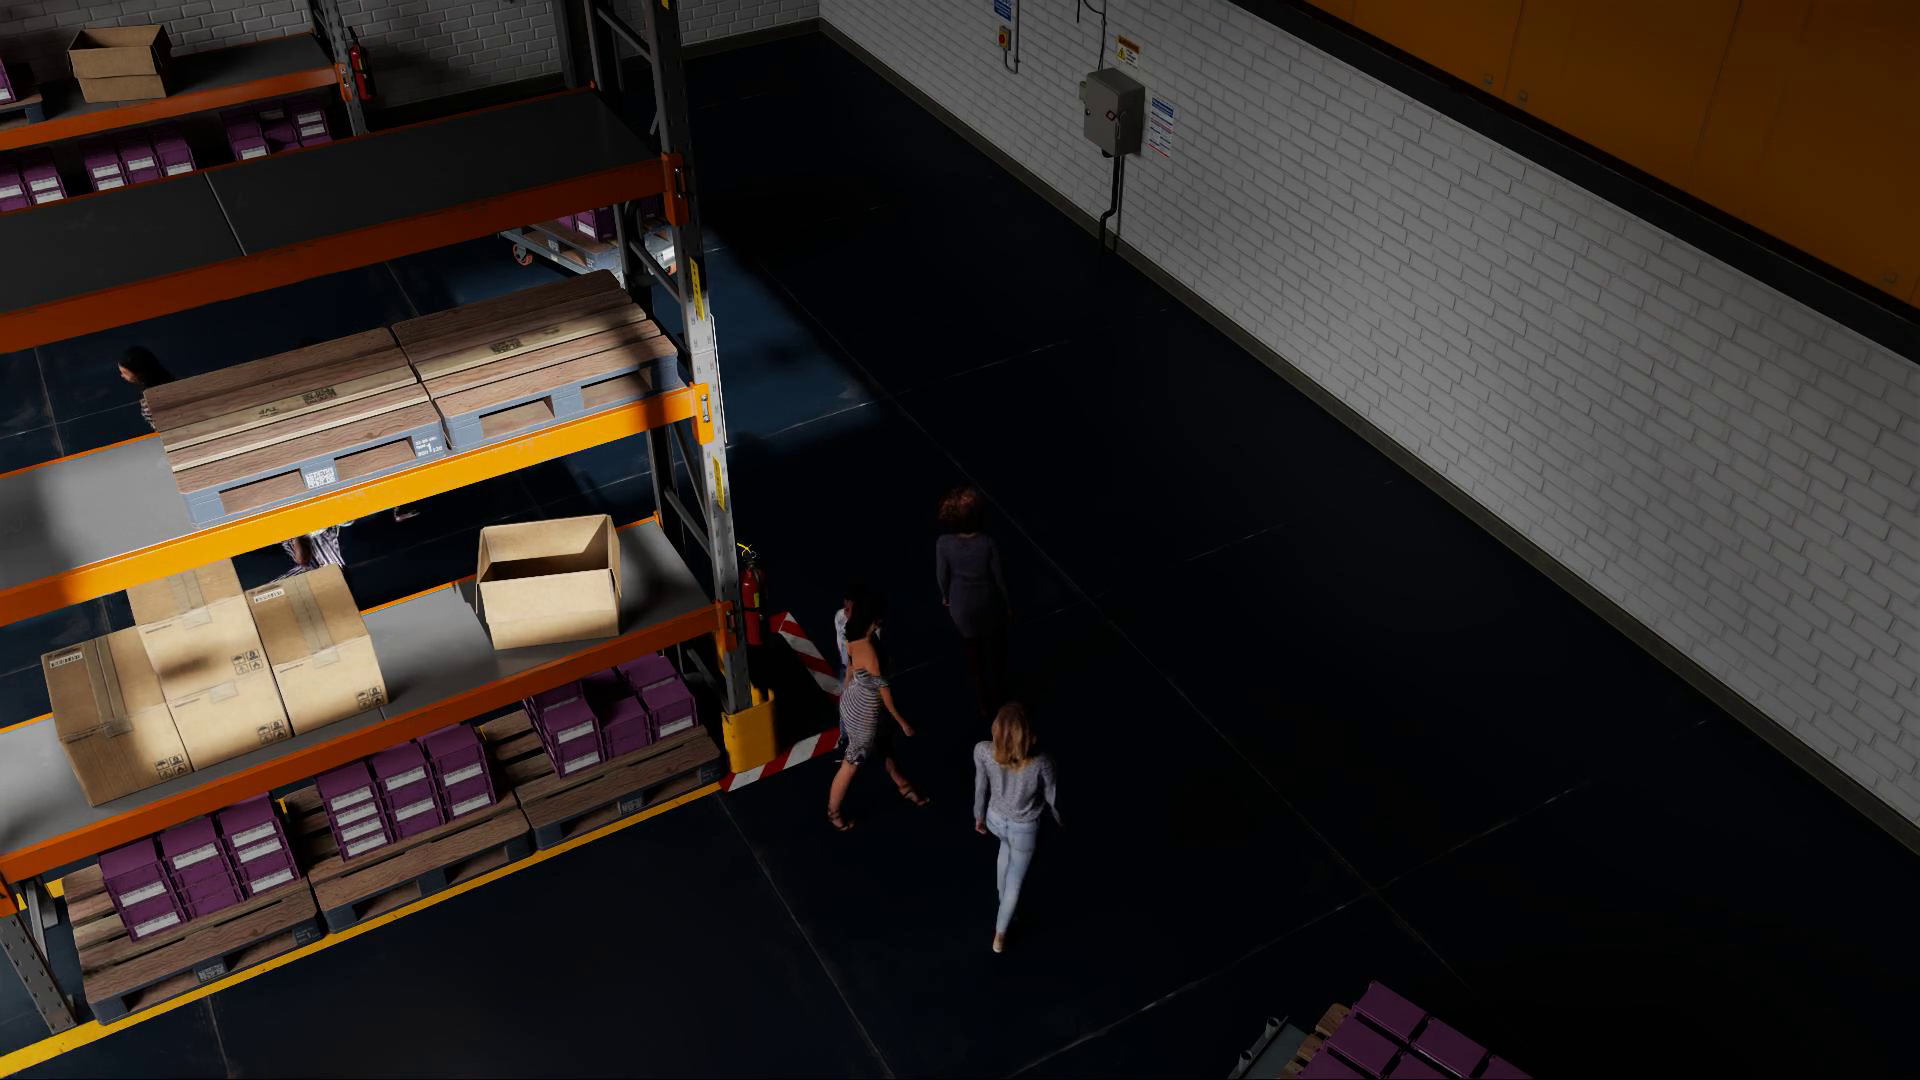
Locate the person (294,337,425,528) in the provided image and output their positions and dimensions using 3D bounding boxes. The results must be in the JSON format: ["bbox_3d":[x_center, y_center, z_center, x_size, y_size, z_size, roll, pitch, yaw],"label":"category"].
[{"bbox_3d":[-4.532,-0.731,11.827,1.066,1.586,0.985,7,39,9],"label":"person"}]

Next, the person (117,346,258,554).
[{"bbox_3d":[-5.266,-0.562,11.492,1.205,1.741,1.046,3,39,4],"label":"person"}]

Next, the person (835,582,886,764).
[{"bbox_3d":[-0.576,0.721,10.298,0.845,1.226,0.881,8,39,9],"label":"person"}]

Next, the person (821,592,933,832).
[{"bbox_3d":[-0.637,1.041,9.443,0.986,1.794,0.773,-8,39,-10],"label":"person"}]

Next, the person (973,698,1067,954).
[{"bbox_3d":[0.266,1.567,8.790,0.753,1.785,0.810,18,42,21],"label":"person"}]

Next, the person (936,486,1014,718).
[{"bbox_3d":[0.076,0.453,10.259,0.730,1.693,0.816,7,39,9],"label":"person"}]
